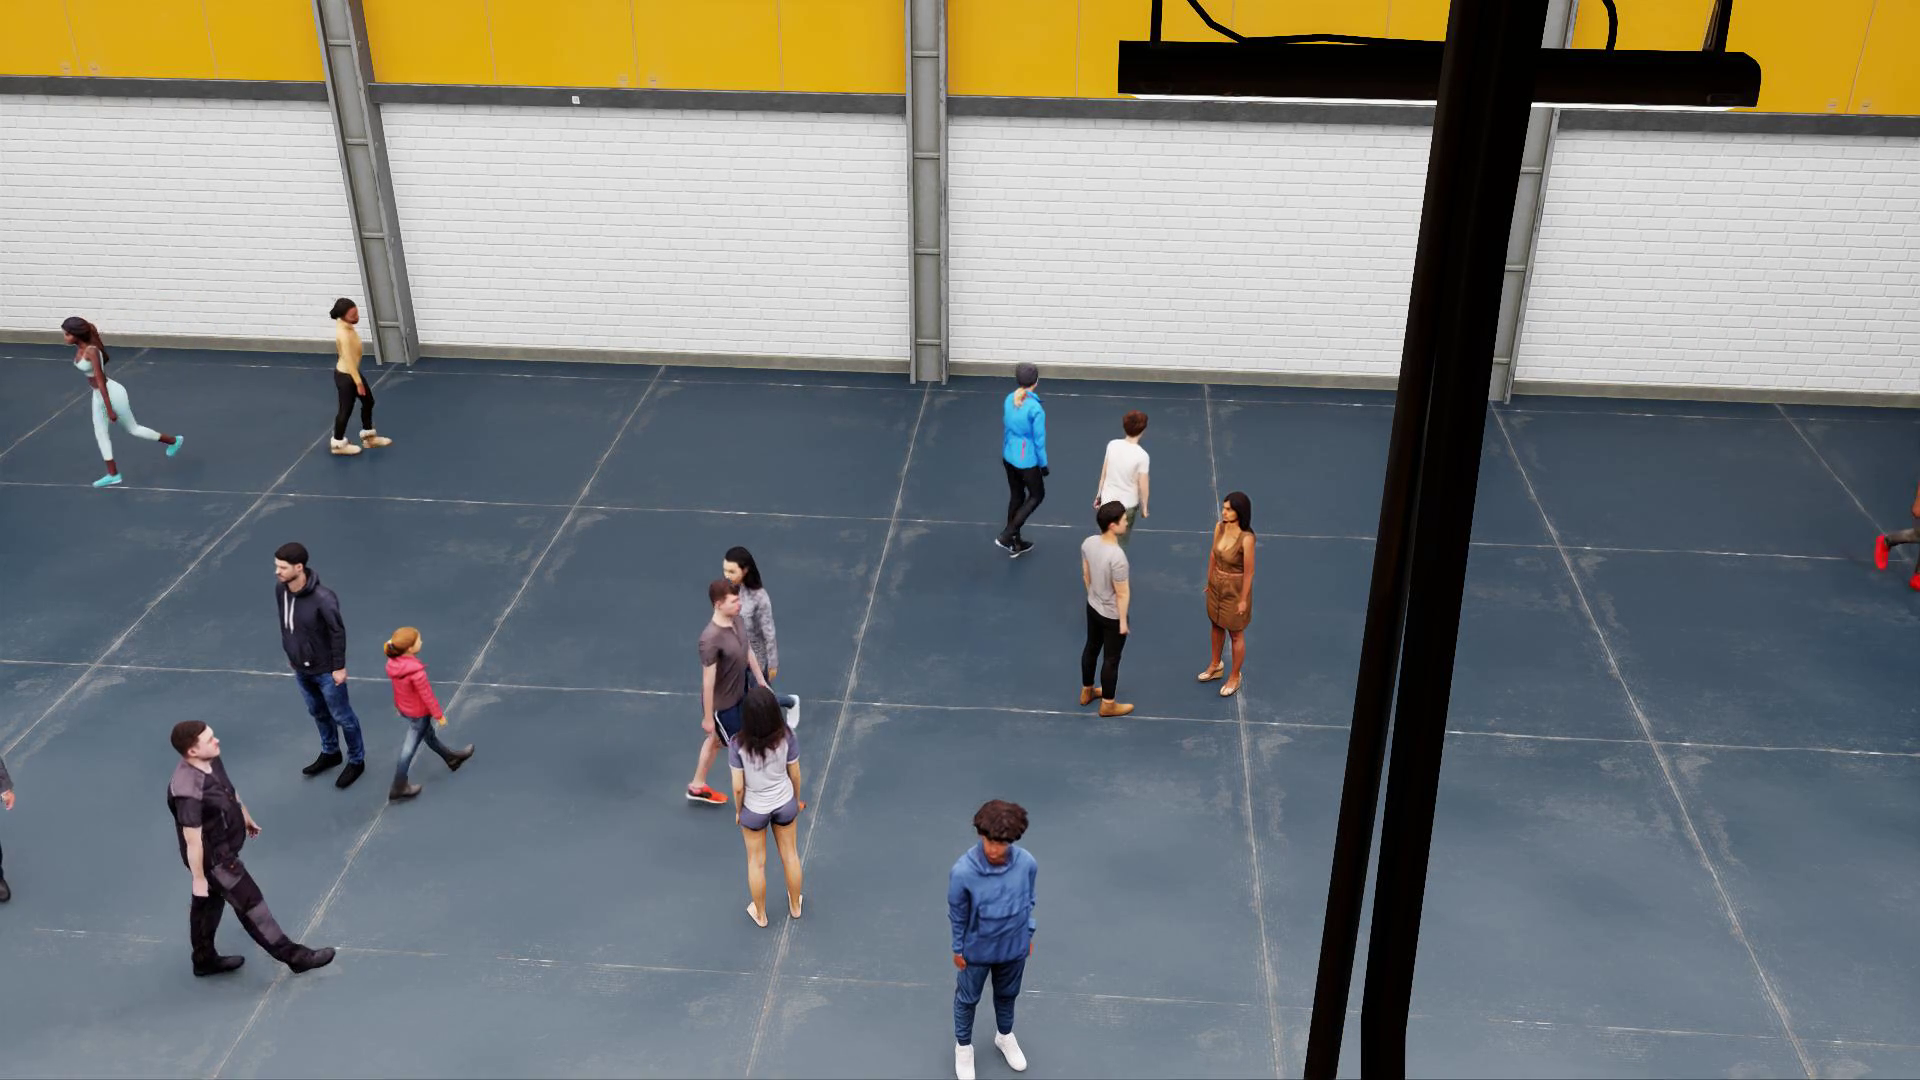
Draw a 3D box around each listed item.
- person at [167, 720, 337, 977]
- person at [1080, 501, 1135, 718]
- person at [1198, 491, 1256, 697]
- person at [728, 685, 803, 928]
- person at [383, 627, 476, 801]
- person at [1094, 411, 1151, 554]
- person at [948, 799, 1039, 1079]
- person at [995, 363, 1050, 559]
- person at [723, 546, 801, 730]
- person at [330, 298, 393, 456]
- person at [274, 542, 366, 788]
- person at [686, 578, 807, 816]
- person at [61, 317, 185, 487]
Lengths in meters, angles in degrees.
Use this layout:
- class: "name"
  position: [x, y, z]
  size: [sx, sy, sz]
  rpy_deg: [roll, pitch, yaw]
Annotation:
- class: "person"
  position: [-4.427, 1.861, 9.676]
  size: [1.197, 1.809, 0.972]
  rpy_deg: [-7, 29, -13]
- class: "person"
  position: [1.079, 0.498, 12.272]
  size: [0.718, 1.717, 0.687]
  rpy_deg: [-17, 33, -28]
- class: "person"
  position: [2.027, 0.394, 12.491]
  size: [0.690, 1.689, 0.650]
  rpy_deg: [-18, 33, -29]
- class: "person"
  position: [-1.178, 1.626, 10.185]
  size: [0.586, 1.734, 0.716]
  rpy_deg: [-9, 30, -17]
- class: "person"
  position: [-3.806, 1.216, 11.410]
  size: [0.949, 1.281, 0.898]
  rpy_deg: [-23, 36, -35]
- class: "person"
  position: [1.287, -0.258, 13.745]
  size: [0.757, 1.631, 0.822]
  rpy_deg: [18, 33, 29]
- class: "person"
  position: [0.175, 2.168, 9.116]
  size: [0.642, 1.806, 0.804]
  rpy_deg: [-9, 30, -15]
- class: "person"
  position: [0.478, -0.636, 14.276]
  size: [0.887, 1.787, 0.826]
  rpy_deg: [-19, 34, -30]
- class: "person"
  position: [-1.438, 0.784, 11.749]
  size: [0.951, 1.713, 0.923]
  rpy_deg: [17, 33, 29]
- class: "person"
  position: [-6.018, -1.577, 16.173]
  size: [0.871, 1.623, 0.719]
  rpy_deg: [-9, 30, -16]
- class: "person"
  position: [-4.419, 0.830, 11.479]
  size: [0.660, 1.893, 0.809]
  rpy_deg: [15, 32, 25]
- class: "person"
  position: [-1.645, 1.061, 11.143]
  size: [1.183, 1.809, 0.798]
  rpy_deg: [6, 29, 12]
- class: "person"
  position: [-7.923, -1.337, 15.677]
  size: [1.095, 1.676, 1.080]
  rpy_deg: [-24, 37, -37]
